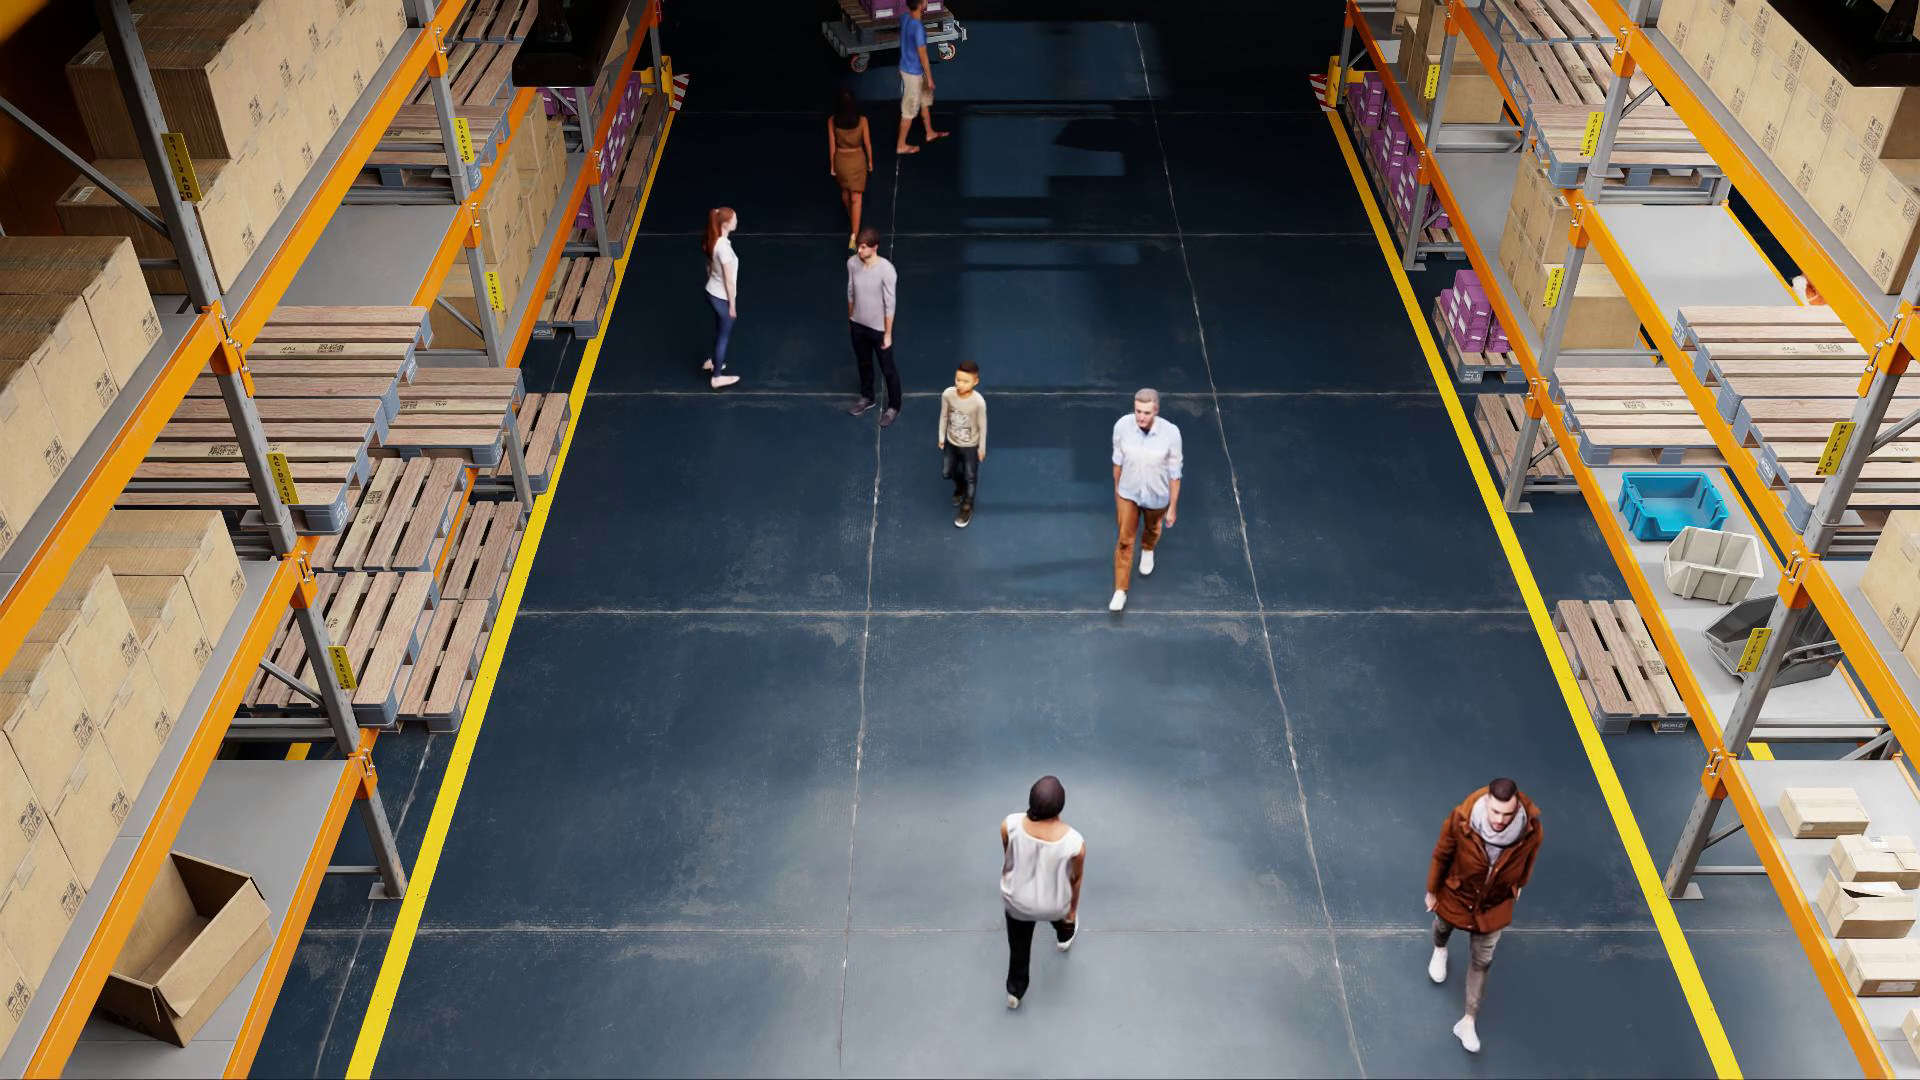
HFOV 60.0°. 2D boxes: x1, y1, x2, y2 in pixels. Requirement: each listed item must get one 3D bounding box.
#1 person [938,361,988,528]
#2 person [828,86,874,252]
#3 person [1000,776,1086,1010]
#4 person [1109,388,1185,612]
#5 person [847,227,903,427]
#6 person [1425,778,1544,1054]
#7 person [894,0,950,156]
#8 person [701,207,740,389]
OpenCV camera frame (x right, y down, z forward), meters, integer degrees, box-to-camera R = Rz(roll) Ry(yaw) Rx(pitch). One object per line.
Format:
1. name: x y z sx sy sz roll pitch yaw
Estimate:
1. person: 0.055 -0.815 13.207 0.678 1.459 0.751 15 41 18
2. person: -1.100 -3.684 16.644 0.573 1.654 1.065 1 39 1
3. person: 0.430 2.036 9.478 0.862 1.658 1.087 11 40 13
4. person: 1.398 -0.405 12.436 0.883 1.780 1.205 9 39 11
5. person: -0.731 -1.850 14.198 0.734 1.841 0.747 23 44 26
6. person: 2.923 1.952 9.473 0.867 1.796 1.126 7 39 9
7. person: -0.597 -5.124 18.295 0.915 1.843 0.982 -13 40 -16
8. person: -2.147 -2.123 14.639 0.783 1.716 0.714 -22 43 -25
